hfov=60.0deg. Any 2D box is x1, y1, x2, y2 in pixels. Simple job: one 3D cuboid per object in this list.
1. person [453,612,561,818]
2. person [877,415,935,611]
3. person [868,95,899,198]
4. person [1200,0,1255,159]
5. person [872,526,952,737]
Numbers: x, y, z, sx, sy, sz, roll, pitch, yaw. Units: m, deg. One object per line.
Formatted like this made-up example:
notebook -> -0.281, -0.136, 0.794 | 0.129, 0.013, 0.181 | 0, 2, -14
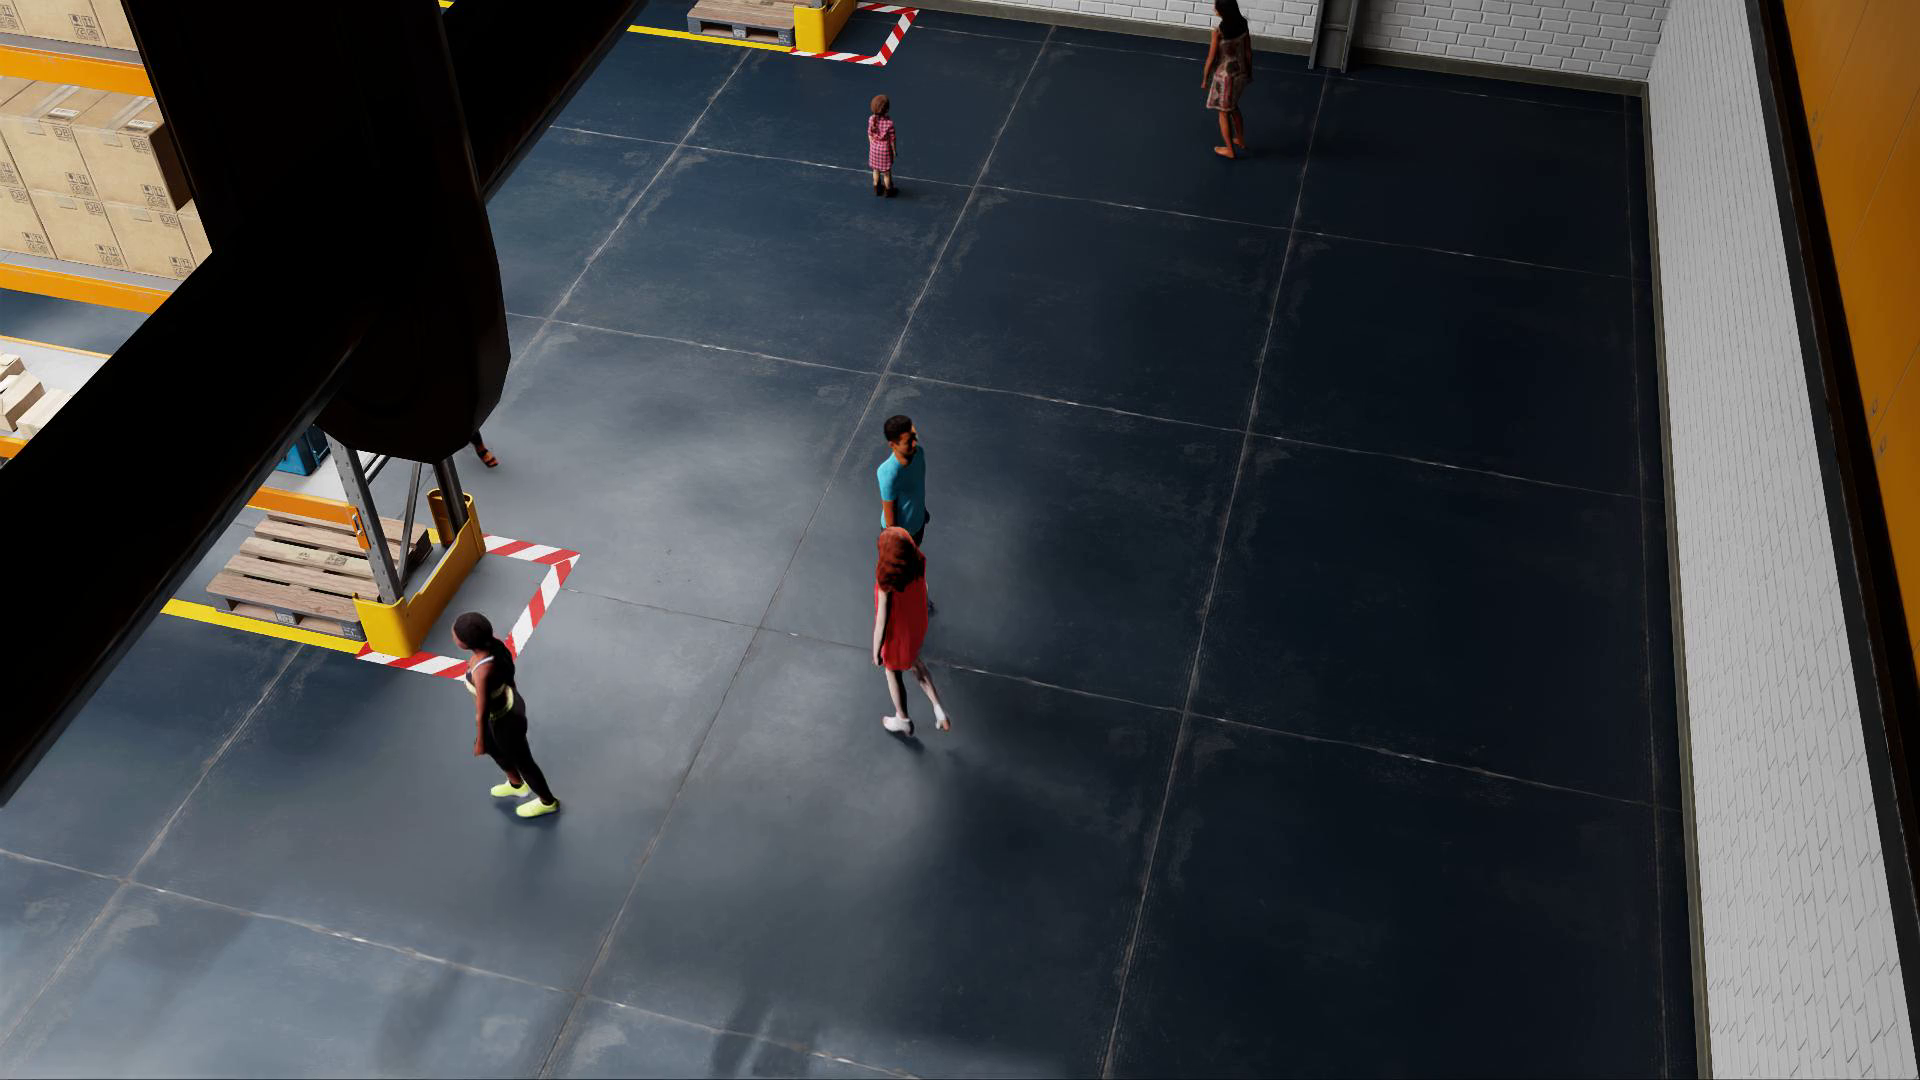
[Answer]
person -> -2.615, 1.064, 9.897 | 0.763, 1.739, 0.690 | -6, 44, -7
person -> -0.389, -0.117, 11.110 | 0.581, 1.777, 0.657 | 18, 47, 18
person -> -0.722, -3.644, 15.360 | 0.404, 1.021, 0.513 | 16, 46, 16
person -> 2.578, -4.346, 15.671 | 0.787, 1.608, 0.829 | -18, 46, -18
person -> -0.279, 0.630, 10.301 | 0.862, 1.812, 0.766 | 29, 51, 27
